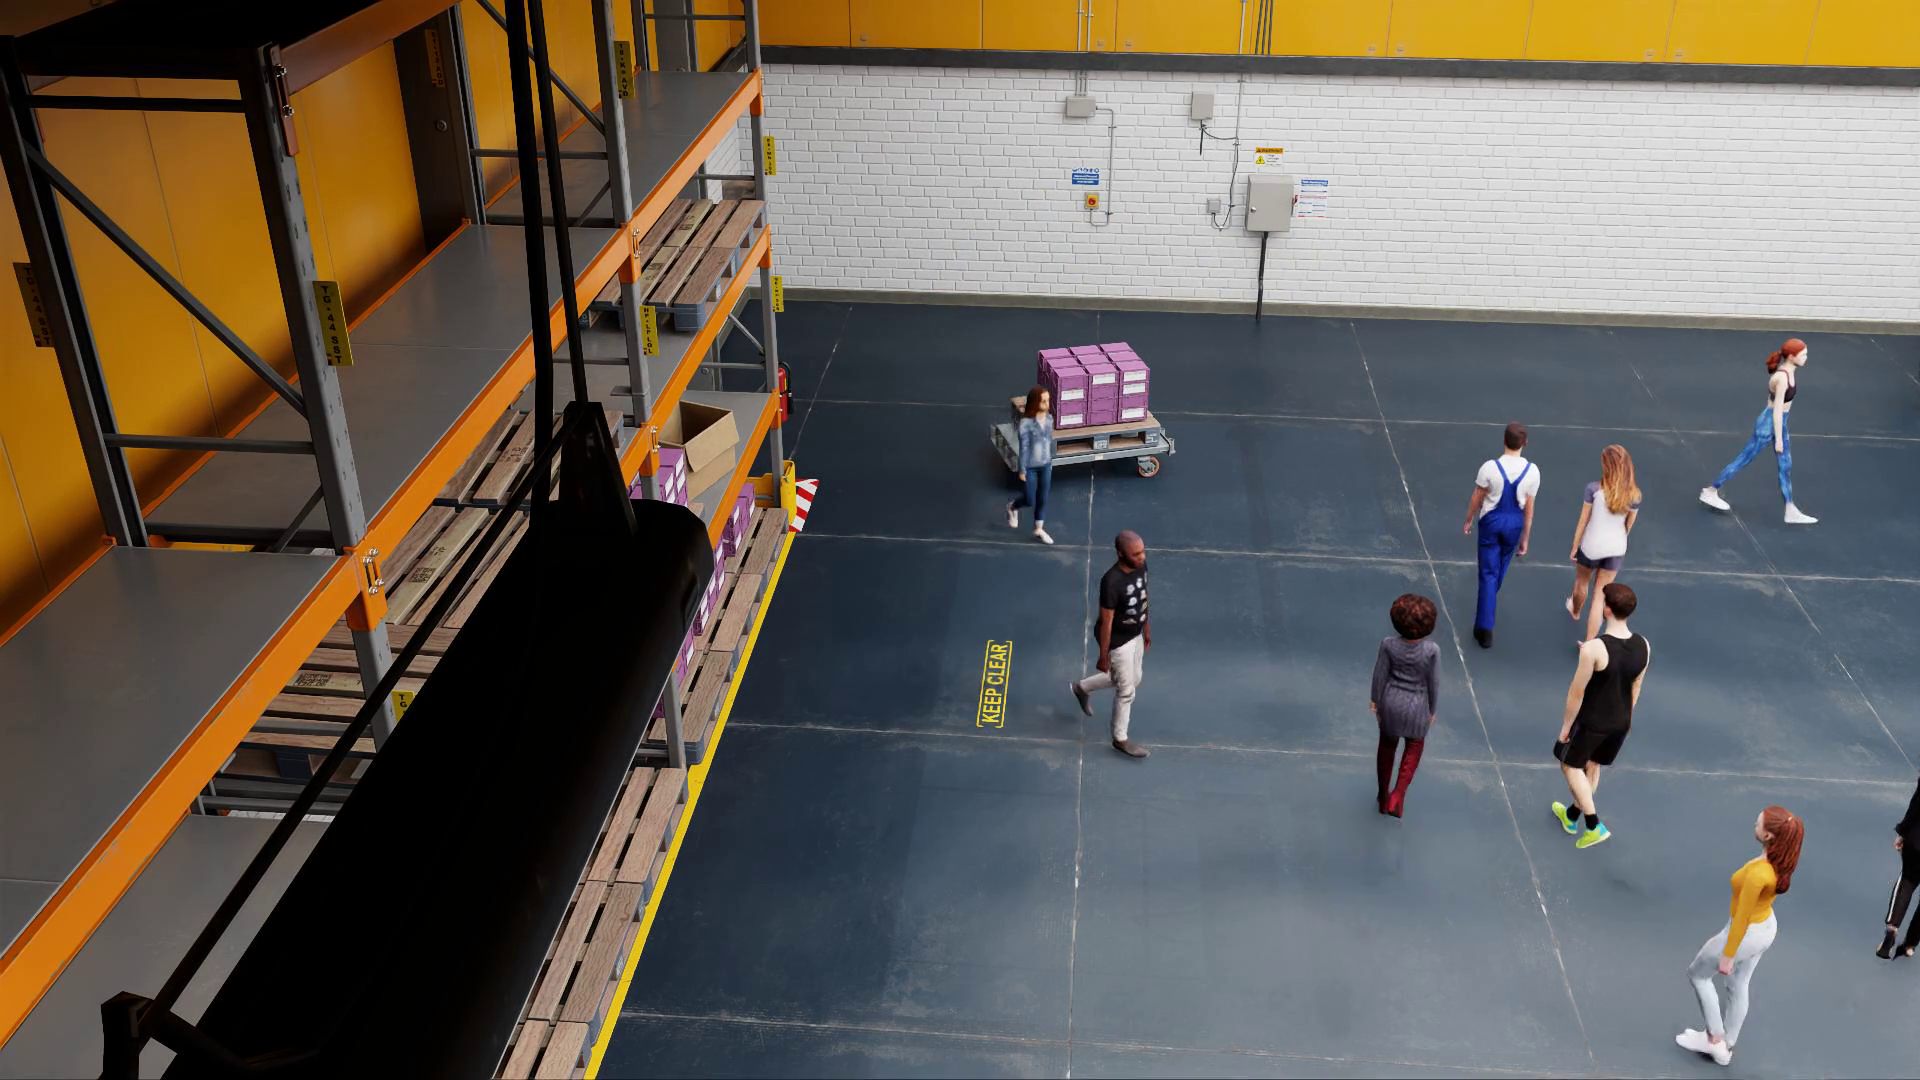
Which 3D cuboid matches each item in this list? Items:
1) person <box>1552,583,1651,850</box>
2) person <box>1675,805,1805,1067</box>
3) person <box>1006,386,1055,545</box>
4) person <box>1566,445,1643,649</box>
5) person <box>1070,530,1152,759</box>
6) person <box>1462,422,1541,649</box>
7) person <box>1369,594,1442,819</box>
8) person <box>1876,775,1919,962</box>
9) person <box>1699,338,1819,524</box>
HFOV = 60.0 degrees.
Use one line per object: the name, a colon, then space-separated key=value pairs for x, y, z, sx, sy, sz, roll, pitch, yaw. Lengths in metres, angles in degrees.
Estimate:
person: x=4.230 y=1.210 z=10.859 sx=0.859 sy=1.871 sz=0.996 roll=-7 pitch=29 yaw=-13
person: x=4.387 y=2.230 z=9.123 sx=0.727 sy=1.742 sz=0.784 roll=-21 pitch=35 yaw=-34
person: x=0.620 y=-0.683 z=14.752 sx=0.807 sy=1.466 sz=0.870 roll=-21 pitch=35 yaw=-34
person: x=5.040 y=0.149 z=13.018 sx=0.676 sy=1.665 sz=1.031 roll=4 pitch=29 yaw=7
person: x=1.081 y=0.695 z=11.894 sx=1.009 sy=1.785 sz=1.040 roll=18 pitch=34 yaw=30
person: x=4.272 y=-0.009 z=13.158 sx=0.690 sy=1.810 sz=1.180 roll=4 pitch=29 yaw=7
person: x=2.956 y=1.172 z=11.110 sx=0.703 sy=1.696 sz=0.806 roll=10 pitch=30 yaw=18
person: x=5.731 y=1.878 z=9.824 sx=0.833 sy=1.689 sz=0.898 roll=25 pitch=37 yaw=38
person: x=7.206 y=-0.974 z=15.011 sx=1.063 sy=1.728 sz=1.225 roll=19 pitch=34 yaw=30
